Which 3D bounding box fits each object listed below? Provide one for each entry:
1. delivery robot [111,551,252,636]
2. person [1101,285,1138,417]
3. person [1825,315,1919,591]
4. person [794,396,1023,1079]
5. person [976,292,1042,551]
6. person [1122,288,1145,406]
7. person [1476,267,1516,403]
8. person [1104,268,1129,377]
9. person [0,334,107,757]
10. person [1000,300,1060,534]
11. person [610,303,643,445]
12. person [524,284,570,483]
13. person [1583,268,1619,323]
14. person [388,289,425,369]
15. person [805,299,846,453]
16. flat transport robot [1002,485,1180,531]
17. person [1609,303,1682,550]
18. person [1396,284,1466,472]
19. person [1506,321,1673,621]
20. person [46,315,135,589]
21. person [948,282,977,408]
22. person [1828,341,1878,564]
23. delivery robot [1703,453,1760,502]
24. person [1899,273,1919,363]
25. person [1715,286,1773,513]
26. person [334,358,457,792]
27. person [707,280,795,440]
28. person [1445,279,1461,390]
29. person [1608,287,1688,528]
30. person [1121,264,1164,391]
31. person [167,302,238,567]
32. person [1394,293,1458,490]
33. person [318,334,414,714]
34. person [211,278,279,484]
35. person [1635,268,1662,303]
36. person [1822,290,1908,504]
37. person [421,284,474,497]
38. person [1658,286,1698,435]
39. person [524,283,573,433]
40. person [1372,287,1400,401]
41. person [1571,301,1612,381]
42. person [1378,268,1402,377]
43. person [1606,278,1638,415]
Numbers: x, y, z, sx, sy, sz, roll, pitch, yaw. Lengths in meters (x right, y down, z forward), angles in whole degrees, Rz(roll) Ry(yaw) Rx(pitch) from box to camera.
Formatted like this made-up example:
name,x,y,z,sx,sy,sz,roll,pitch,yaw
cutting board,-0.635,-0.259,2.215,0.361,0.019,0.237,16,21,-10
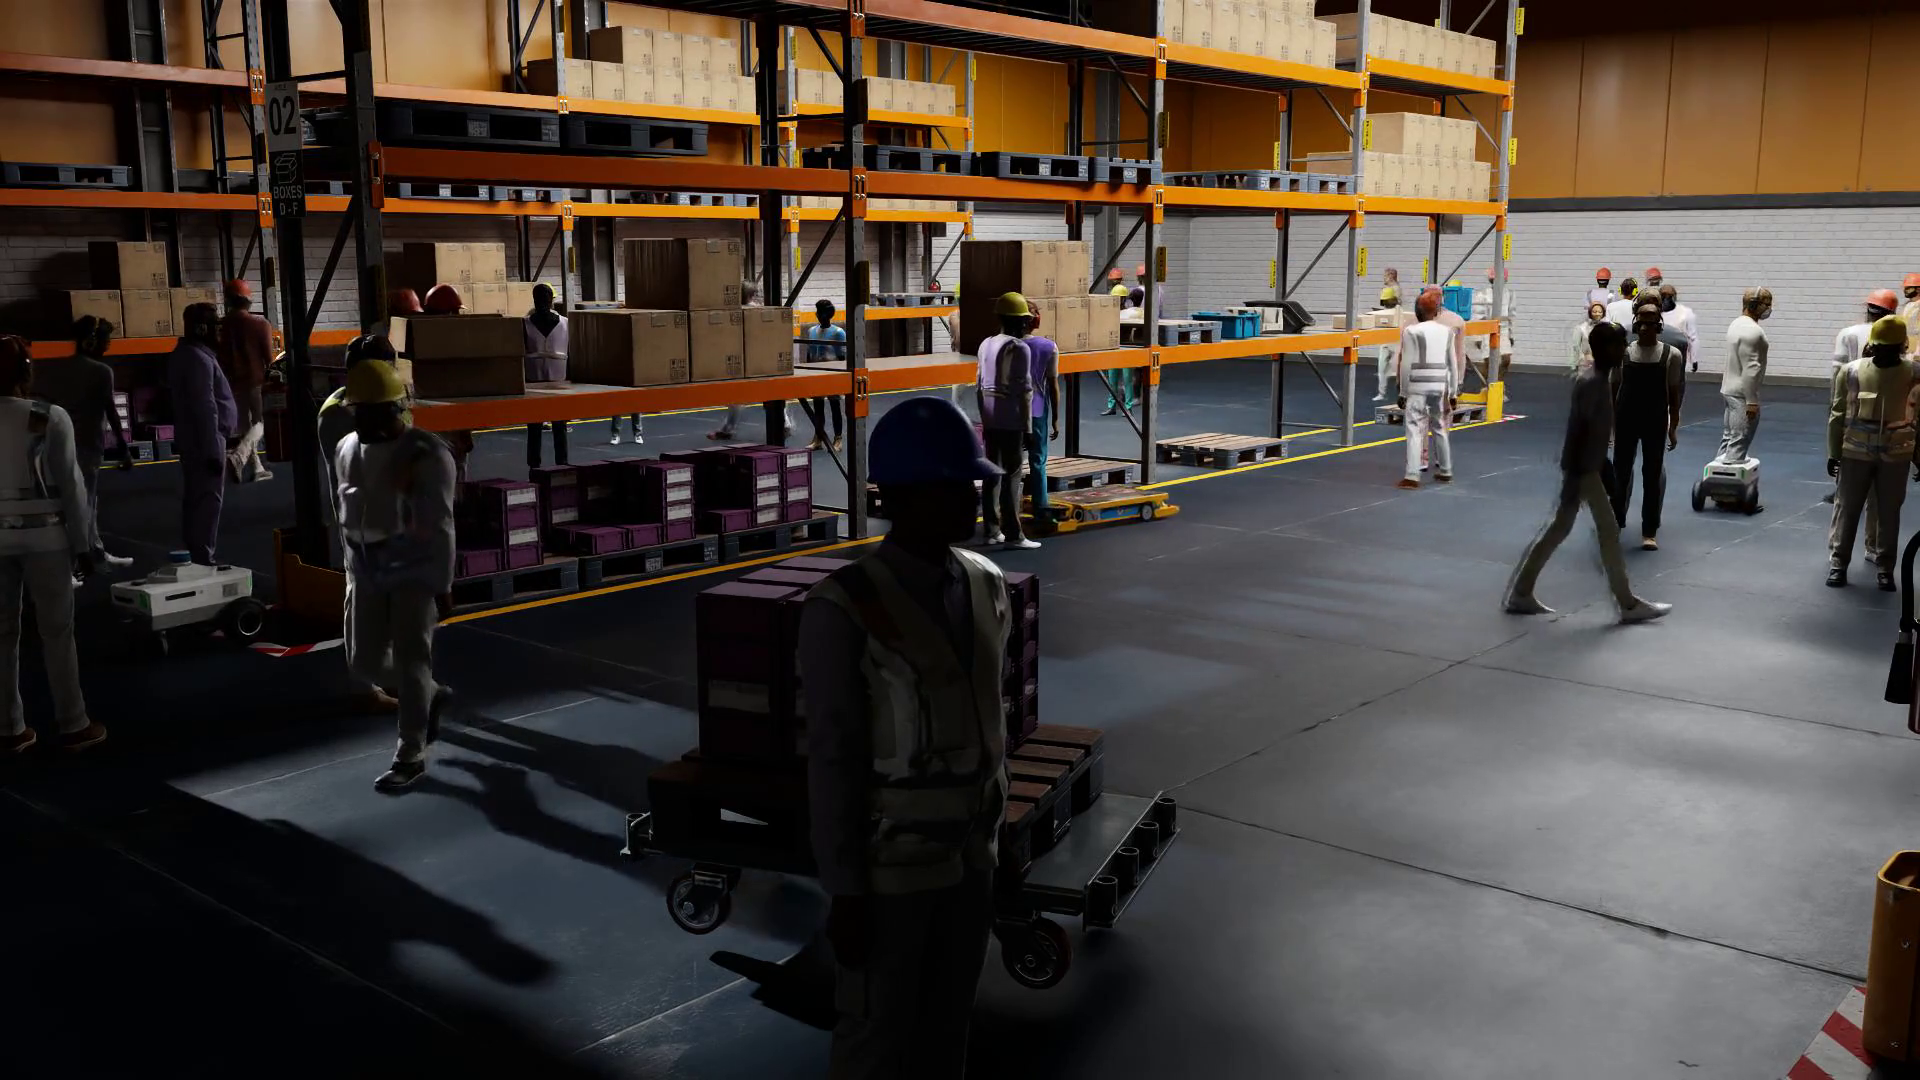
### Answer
name,x,y,z,sx,sy,sz,roll,pitch,yaw
delivery robot,-4.362,0.304,9.340,0.477,0.478,0.707,6,12,32
person,2.139,-2.535,22.325,0.533,1.767,0.313,7,12,35
person,6.062,-0.572,10.994,0.599,1.817,0.403,5,11,27
person,-0.088,0.664,3.581,0.381,1.951,0.605,8,13,37
person,0.359,-0.888,12.485,0.384,1.928,0.589,-7,12,-34
person,2.512,-2.753,23.772,0.555,1.684,0.366,4,11,21
person,7.809,-2.989,24.188,0.644,2.013,0.686,-1,10,-8
person,2.826,-3.809,29.176,0.720,1.920,0.549,-5,11,-26
person,-4.159,0.028,7.388,0.572,1.886,0.355,-1,10,-6
person,0.504,-0.959,13.122,0.565,1.846,0.389,2,10,11
person,-3.847,-1.912,19.152,0.507,1.631,0.268,-2,10,-10
person,-3.963,-1.489,15.936,0.598,1.916,0.375,-3,10,-16
person,10.276,-3.387,26.674,0.551,1.942,0.345,7,12,35
person,-5.004,-1.261,14.697,0.797,1.907,0.543,1,10,4
person,-1.493,-1.815,18.418,0.535,1.699,0.318,6,12,31
flat transport robot,1.091,-0.276,13.716,1.431,0.197,0.652,-8,13,-40
person,5.098,-0.843,12.460,0.517,1.844,0.329,5,11,25
person,4.794,-1.659,16.987,0.677,1.879,0.785,2,10,13
person,3.835,-0.411,10.128,0.965,1.824,0.552,3,10,16
person,-5.887,-0.595,11.173,0.530,1.809,0.844,3,10,18
person,0.125,-2.194,20.111,0.587,1.872,1.014,5,11,26
person,6.484,-0.639,11.878,0.511,1.643,0.308,2,10,10
delivery robot,6.670,-0.580,14.371,0.477,0.478,0.707,7,12,34
person,12.138,-2.438,21.284,0.359,1.938,0.545,0,10,-2
person,6.750,-1.212,14.317,0.371,1.933,0.627,2,10,12
person,-2.355,0.124,7.063,0.591,1.807,0.573,3,11,19
person,-2.433,-2.094,19.507,1.019,1.891,0.652,1,10,5
person,7.829,-3.273,26.540,0.319,1.763,0.522,0,10,-2
person,5.498,-1.056,13.415,0.631,1.940,0.372,2,10,9
person,2.925,-3.378,26.483,0.619,2.016,0.813,-3,10,-18
person,-5.024,-0.629,11.109,0.397,1.901,0.645,-7,12,-33
person,4.460,-1.412,15.759,0.759,1.845,0.552,-4,11,-23
person,-2.843,-0.085,8.160,0.429,1.842,0.635,2,10,9
person,-6.824,-1.497,15.826,0.625,1.973,0.830,1,10,8
person,10.954,-3.315,26.260,0.626,1.950,0.922,9,13,40
person,8.033,-1.245,14.674,0.652,1.891,0.690,4,11,20
person,-3.706,-0.841,12.025,0.625,1.992,0.389,9,13,41
person,8.566,-2.178,20.222,0.670,1.793,0.911,7,12,36
person,-5.027,-2.215,20.311,0.590,1.833,0.404,6,12,32
person,6.503,-2.912,24.704,0.774,1.698,0.499,-6,11,-30
person,7.520,-2.017,19.753,0.511,1.635,0.311,2,10,12
person,7.535,-3.812,29.196,0.403,1.906,0.651,2,10,12
person,8.635,-2.466,21.636,0.535,1.868,0.309,7,12,36
